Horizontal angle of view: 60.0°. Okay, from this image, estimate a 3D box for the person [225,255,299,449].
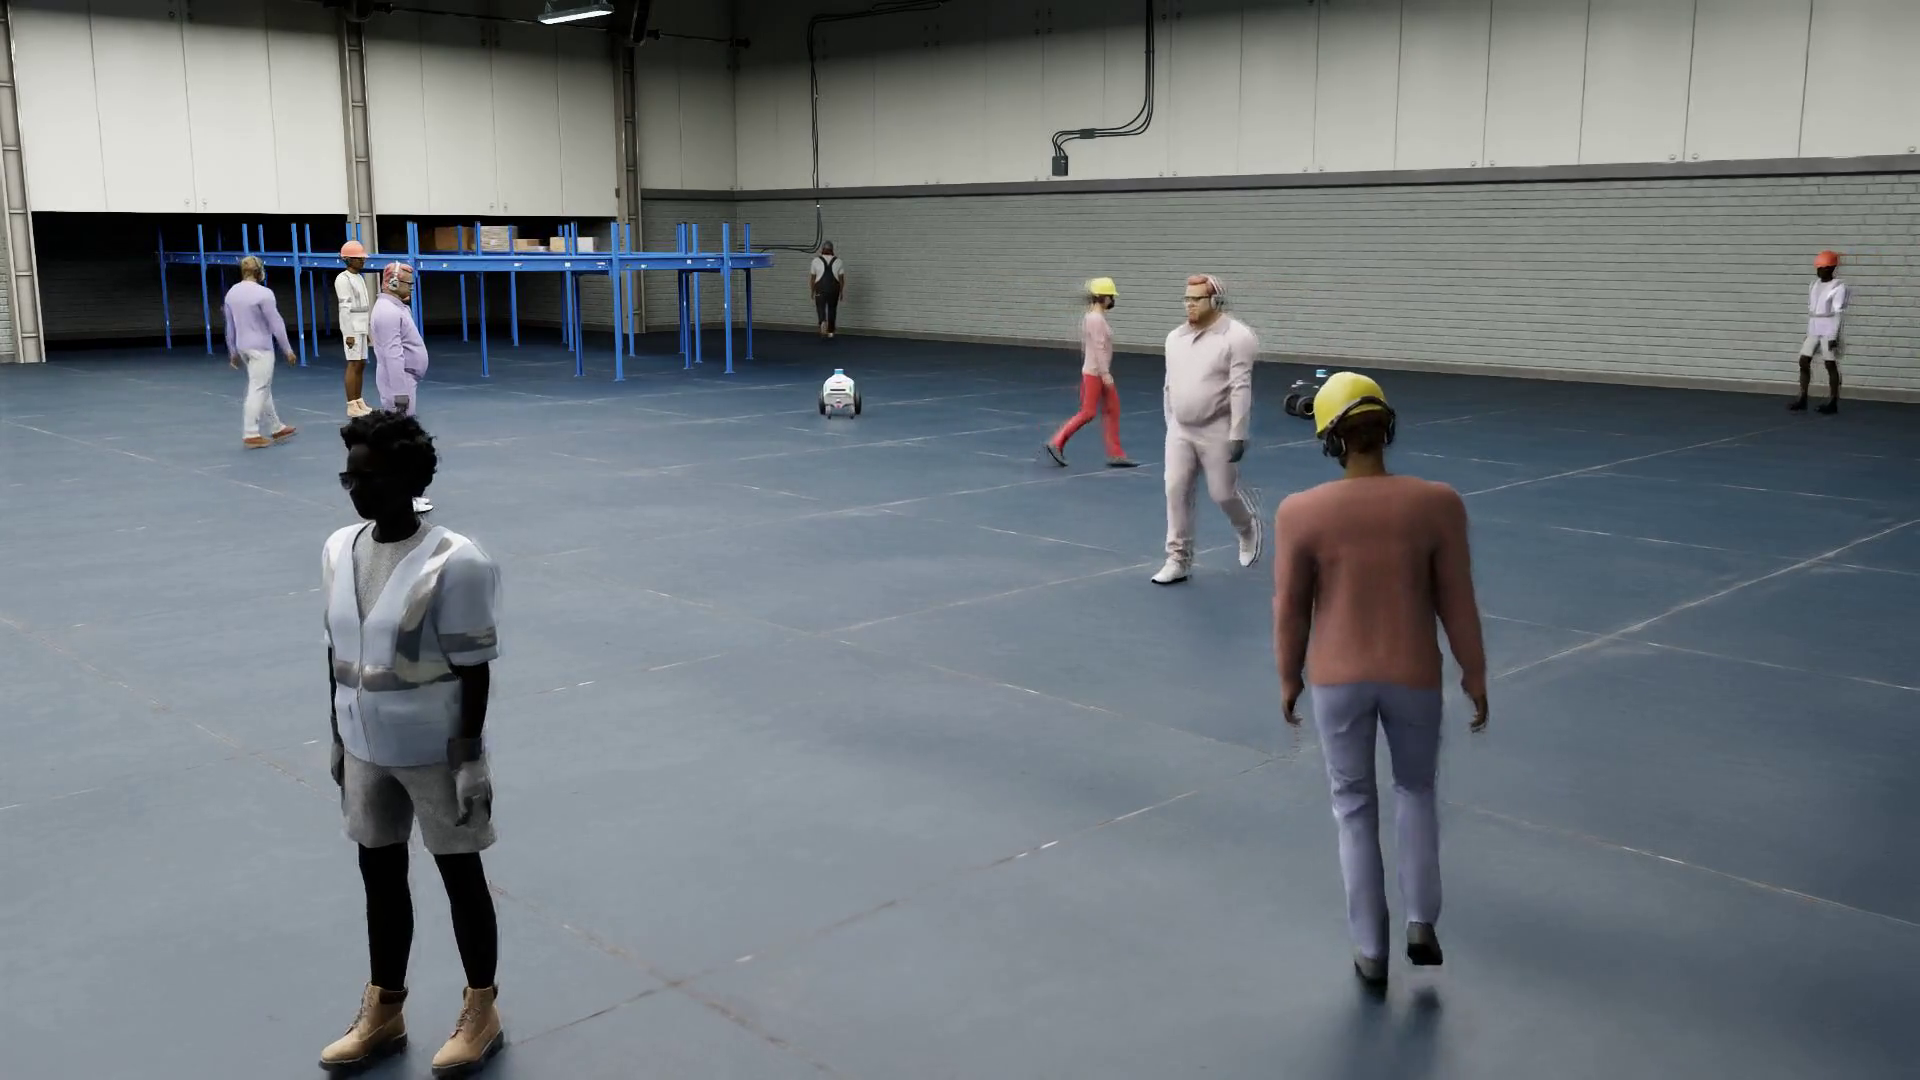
[{"bbox_3d":[-7.008,-1.900,16.776,0.646,1.927,0.686,7,12,32],"label":"person"}]

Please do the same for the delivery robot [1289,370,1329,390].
[{"bbox_3d":[4.225,-1.877,19.471,0.698,0.223,0.335,-2,11,-10],"label":"delivery robot"}]

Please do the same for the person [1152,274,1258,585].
[{"bbox_3d":[1.533,-0.690,10.228,0.646,1.878,0.802,8,13,38],"label":"person"}]

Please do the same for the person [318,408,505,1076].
[{"bbox_3d":[-1.391,0.529,4.155,0.569,1.692,0.468,5,11,24],"label":"person"}]

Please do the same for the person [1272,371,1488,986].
[{"bbox_3d":[1.178,0.395,4.707,0.597,1.723,0.418,1,10,8],"label":"person"}]

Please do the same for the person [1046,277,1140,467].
[{"bbox_3d":[1.216,-1.530,15.205,0.801,1.736,0.525,3,11,15],"label":"person"}]

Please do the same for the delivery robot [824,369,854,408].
[{"bbox_3d":[-1.423,-1.771,19.601,0.477,0.478,0.707,0,10,-2],"label":"delivery robot"}]

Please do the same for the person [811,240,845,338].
[{"bbox_3d":[-2.735,-5.197,34.484,0.694,2.000,0.636,-2,11,-9],"label":"person"}]

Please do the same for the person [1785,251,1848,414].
[{"bbox_3d":[10.213,-2.463,19.785,0.768,1.916,0.595,-3,11,-16],"label":"person"}]

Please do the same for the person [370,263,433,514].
[{"bbox_3d":[-4.296,-1.172,12.803,0.408,1.903,0.638,-4,11,-20],"label":"person"}]

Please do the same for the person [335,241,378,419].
[{"bbox_3d":[-6.981,-2.432,19.282,0.373,2.042,0.614,0,10,-2],"label":"person"}]
